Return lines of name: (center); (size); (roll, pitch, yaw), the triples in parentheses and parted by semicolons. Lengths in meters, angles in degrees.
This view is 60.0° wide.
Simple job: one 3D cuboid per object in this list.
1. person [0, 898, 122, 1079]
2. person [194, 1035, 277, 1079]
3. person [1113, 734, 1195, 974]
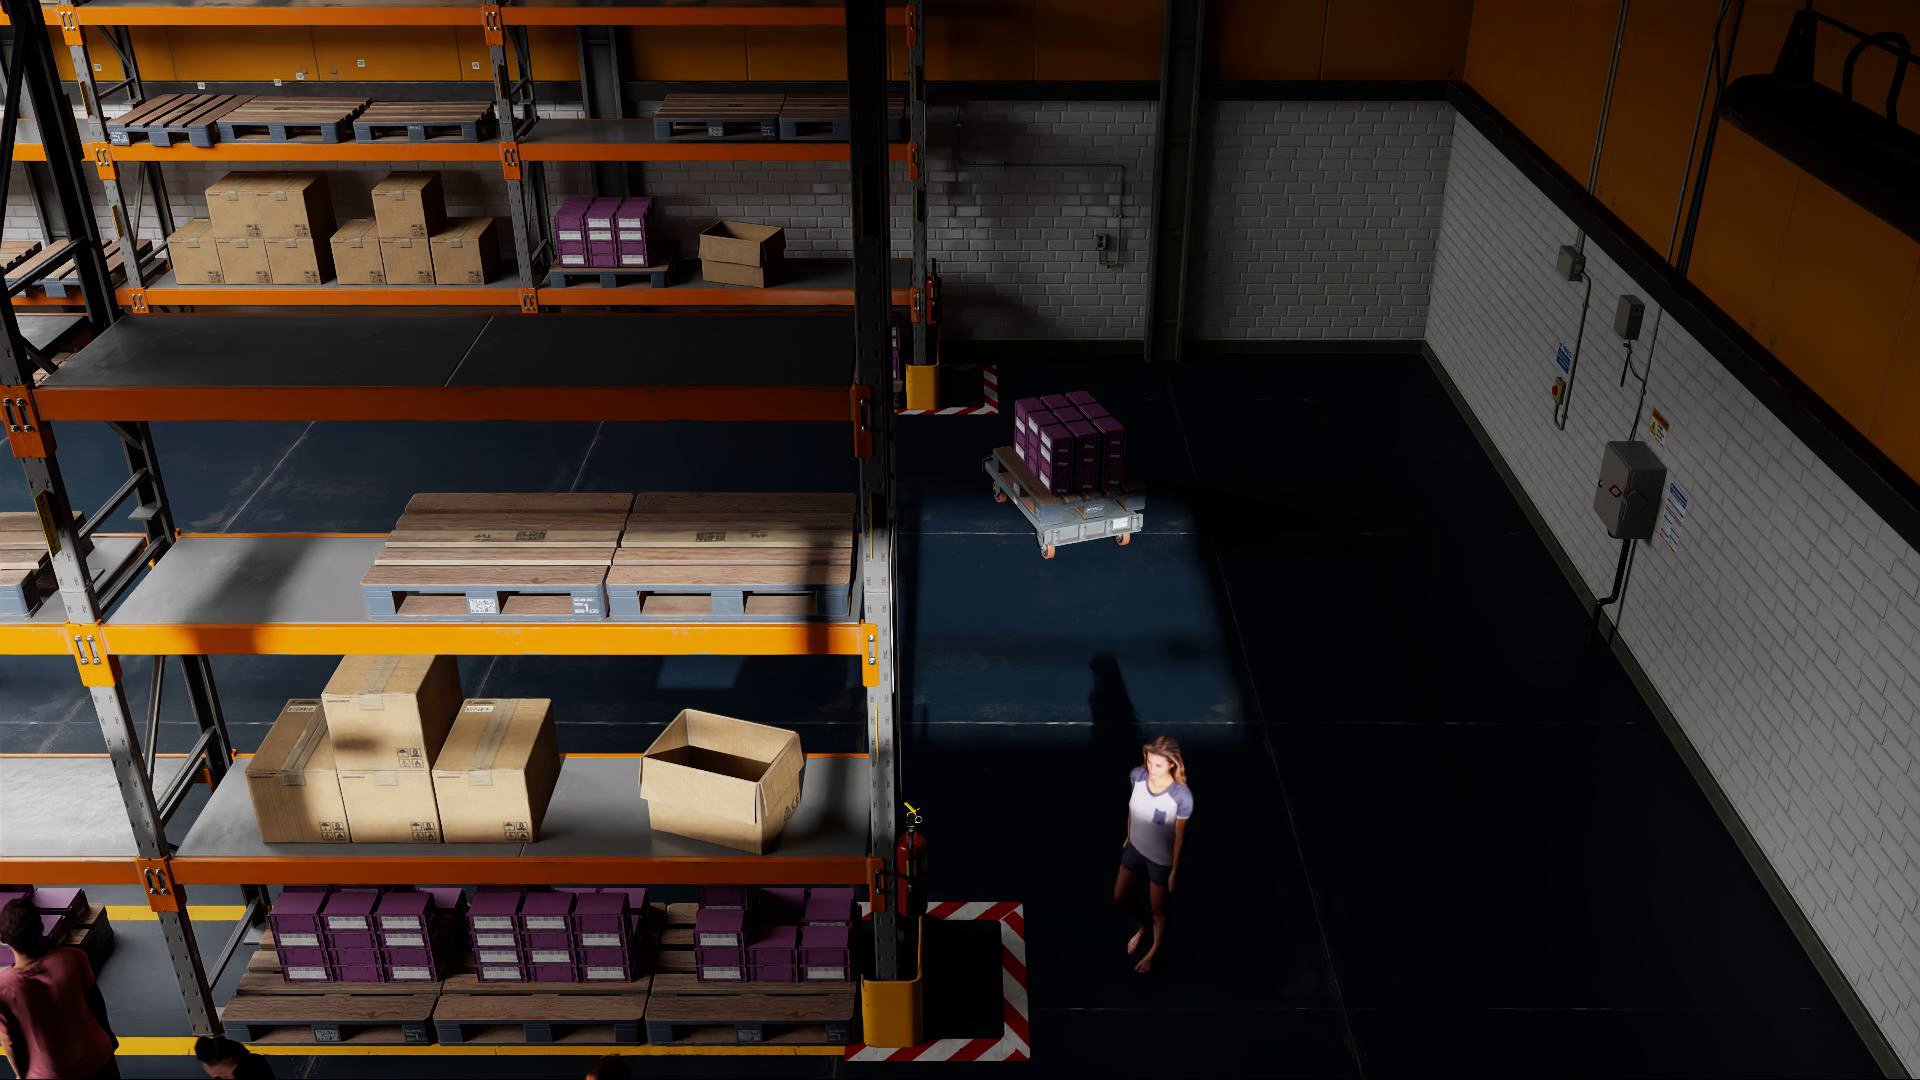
person: (-4.422, 2.580, 8.237); (0.700, 1.958, 0.765); (-25, 37, -37)
person: (-3.210, 2.959, 7.645); (0.691, 1.859, 0.755); (2, 29, 3)
person: (1.211, 1.821, 9.876); (0.730, 1.720, 0.794); (25, 37, 37)
